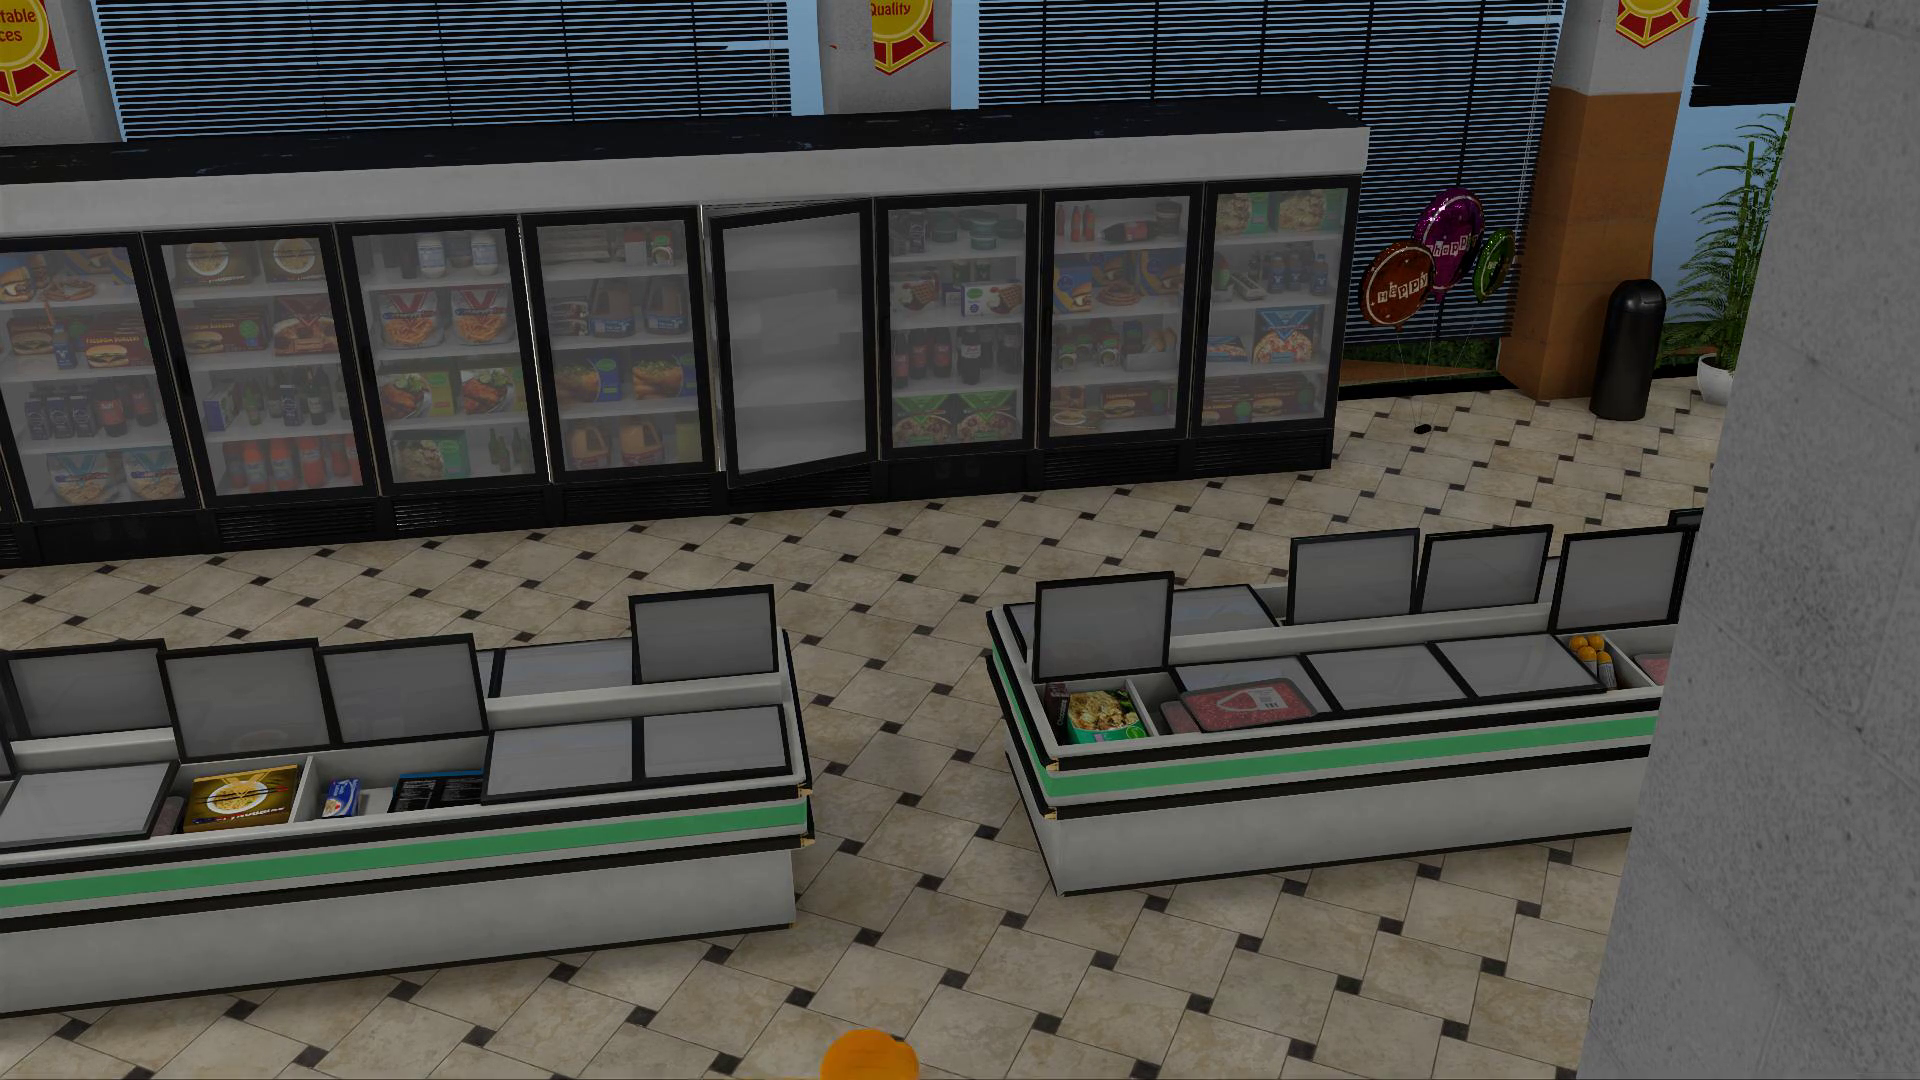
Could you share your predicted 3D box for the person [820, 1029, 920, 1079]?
[{"bbox_3d":[-0.318,2.007,4.312,0.789,1.801,0.732,-8,28,-15],"label":"person"}]
